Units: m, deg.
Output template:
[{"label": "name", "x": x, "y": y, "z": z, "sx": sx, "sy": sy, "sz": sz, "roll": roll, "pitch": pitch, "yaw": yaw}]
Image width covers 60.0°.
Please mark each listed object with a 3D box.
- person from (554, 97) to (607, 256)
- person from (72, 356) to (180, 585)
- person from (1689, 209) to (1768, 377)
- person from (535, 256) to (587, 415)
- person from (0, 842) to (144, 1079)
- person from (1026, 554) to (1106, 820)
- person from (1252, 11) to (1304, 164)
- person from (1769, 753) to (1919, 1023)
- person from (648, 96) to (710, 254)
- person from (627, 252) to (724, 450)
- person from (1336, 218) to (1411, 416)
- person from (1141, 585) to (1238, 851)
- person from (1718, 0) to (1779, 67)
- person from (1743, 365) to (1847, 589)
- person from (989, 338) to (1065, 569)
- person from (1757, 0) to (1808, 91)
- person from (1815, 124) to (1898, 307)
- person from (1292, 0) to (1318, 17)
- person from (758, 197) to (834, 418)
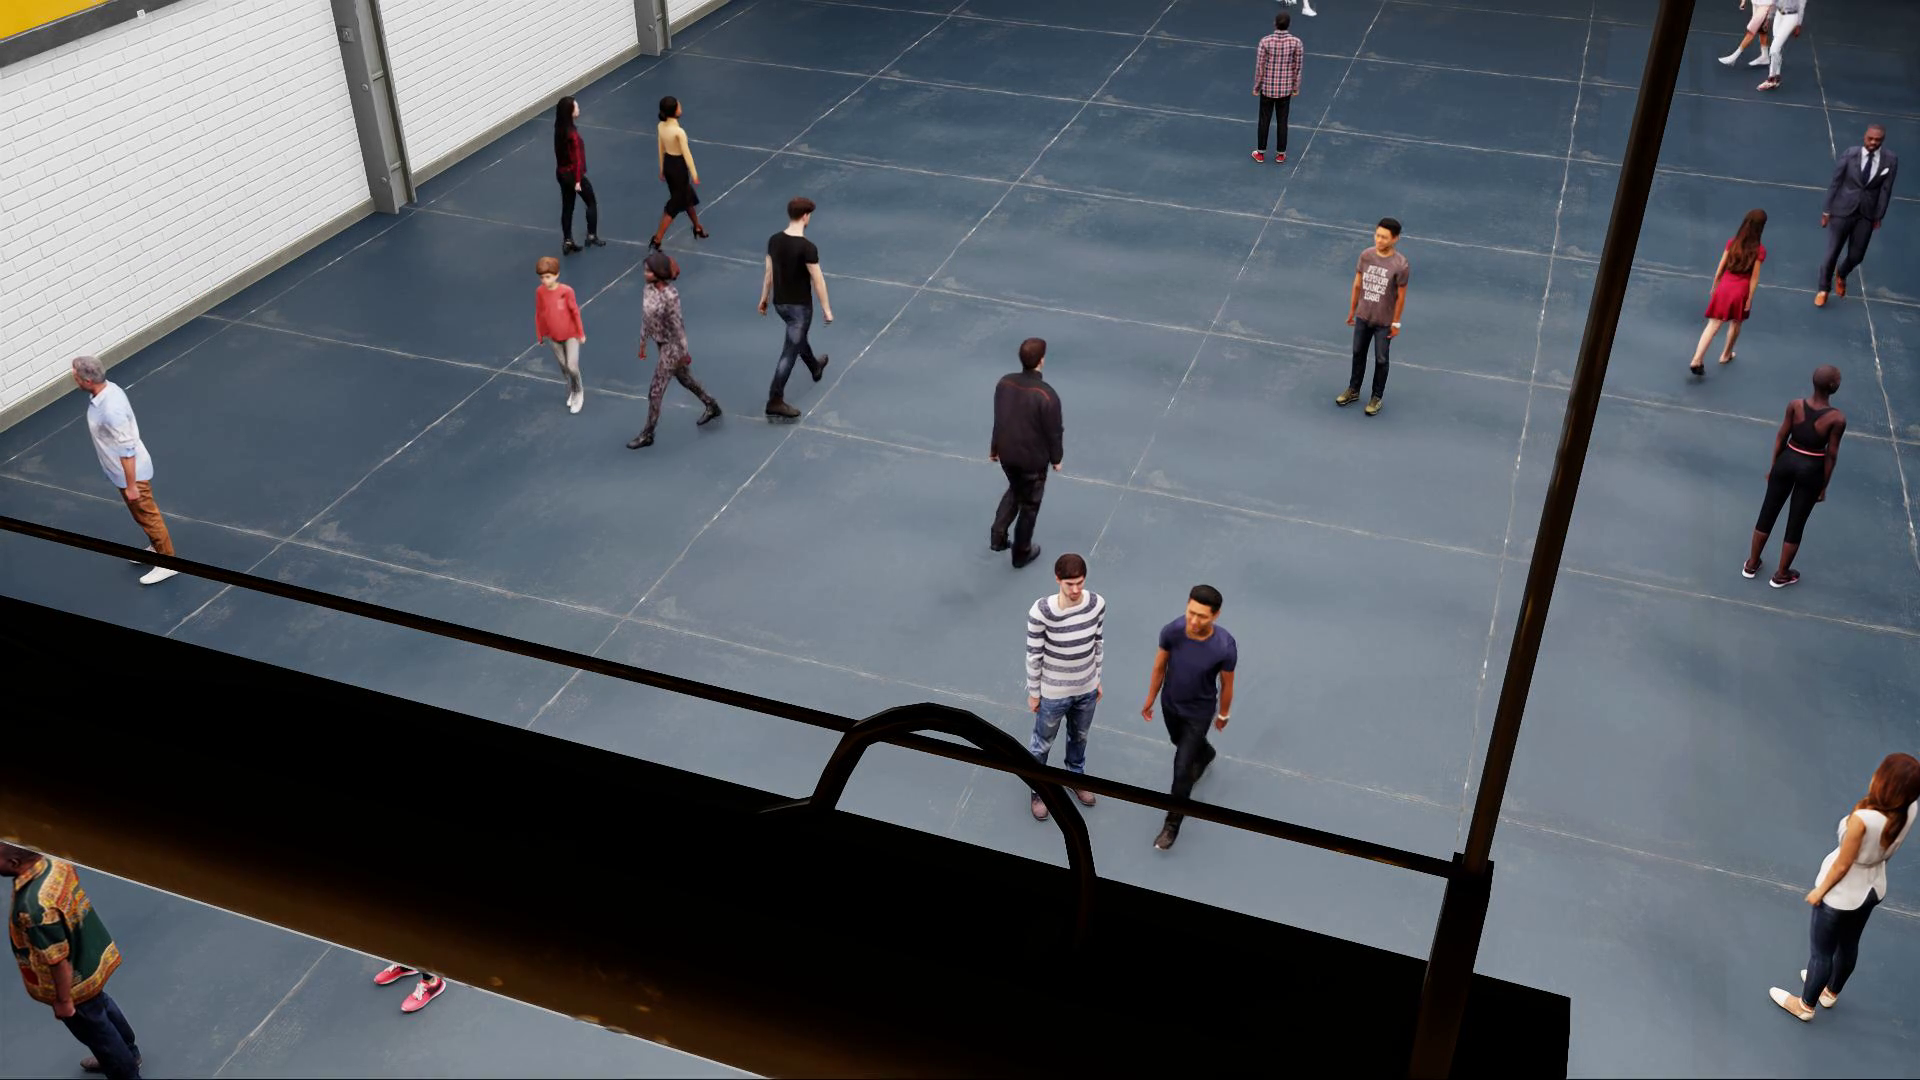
[{"label": "person", "x": -4.064, "y": -3.705, "z": 17.079, "sx": 0.806, "sy": 1.639, "sz": 0.732, "roll": -29, "pitch": 43, "yaw": -36}, {"label": "person", "x": -6.078, "y": -0.545, "z": 12.157, "sx": 0.804, "sy": 1.824, "sz": 0.771, "roll": -19, "pitch": 38, "yaw": -26}, {"label": "person", "x": 6.890, "y": -2.185, "z": 14.897, "sx": 0.806, "sy": 1.522, "sz": 1.089, "roll": 28, "pitch": 43, "yaw": 35}, {"label": "person", "x": -3.428, "y": -1.831, "z": 14.470, "sx": 0.577, "sy": 1.405, "sz": 0.610, "roll": 7, "pitch": 34, "yaw": 11}, {"label": "person", "x": -4.394, "y": 2.093, "z": 8.204, "sx": 0.885, "sy": 1.807, "sz": 0.818, "roll": -13, "pitch": 36, "yaw": -19}, {"label": "person", "x": 0.632, "y": 0.853, "z": 10.027, "sx": 0.716, "sy": 1.855, "sz": 0.755, "roll": -12, "pitch": 35, "yaw": -17}, {"label": "person", "x": 3.674, "y": -5.261, "z": 19.309, "sx": 0.762, "sy": 1.761, "sz": 0.716, "roll": 1, "pitch": 34, "yaw": 2}, {"label": "person", "x": 4.649, "y": 1.815, "z": 8.643, "sx": 0.663, "sy": 1.785, "sz": 0.718, "roll": -13, "pitch": 36, "yaw": -19}, {"label": "person", "x": -2.983, "y": -3.712, "z": 17.110, "sx": 1.097, "sy": 1.617, "sz": 0.883, "roll": -27, "pitch": 42, "yaw": -35}, {"label": "person", "x": -2.356, "y": -1.608, "z": 13.902, "sx": 1.214, "sy": 1.663, "sz": 1.011, "roll": -22, "pitch": 39, "yaw": -29}, {"label": "person", "x": 3.584, "y": -1.934, "z": 14.289, "sx": 0.698, "sy": 1.778, "sz": 0.663, "roll": 25, "pitch": 41, "yaw": 32}, {"label": "person", "x": 1.410, "y": 0.950, "z": 9.970, "sx": 0.884, "sy": 1.756, "sz": 1.222, "roll": 23, "pitch": 40, "yaw": 31}, {"label": "person", "x": 10.825, "y": -7.174, "z": 22.219, "sx": 1.031, "sy": 1.726, "sz": 1.086, "roll": -7, "pitch": 34, "yaw": -10}, {"label": "person", "x": 6.089, "y": -0.473, "z": 12.107, "sx": 0.660, "sy": 1.760, "sz": 0.668, "roll": 29, "pitch": 43, "yaw": 36}, {"label": "person", "x": 0.415, "y": -0.567, "z": 12.198, "sx": 0.828, "sy": 1.816, "sz": 0.826, "roll": 26, "pitch": 41, "yaw": 33}, {"label": "person", "x": 10.738, "y": -6.688, "z": 21.501, "sx": 0.855, "sy": 1.711, "sz": 0.791, "roll": -10, "pitch": 35, "yaw": -15}, {"label": "person", "x": 8.659, "y": -3.178, "z": 16.133, "sx": 0.703, "sy": 1.808, "sz": 0.693, "roll": 13, "pitch": 36, "yaw": 18}, {"label": "person", "x": 5.078, "y": -8.590, "z": 24.384, "sx": 0.931, "sy": 1.688, "sz": 0.939, "roll": -19, "pitch": 38, "yaw": -26}, {"label": "person", "x": -1.480, "y": -1.949, "z": 14.278, "sx": 1.018, "sy": 1.815, "sz": 1.370, "roll": 24, "pitch": 40, "yaw": 31}]
